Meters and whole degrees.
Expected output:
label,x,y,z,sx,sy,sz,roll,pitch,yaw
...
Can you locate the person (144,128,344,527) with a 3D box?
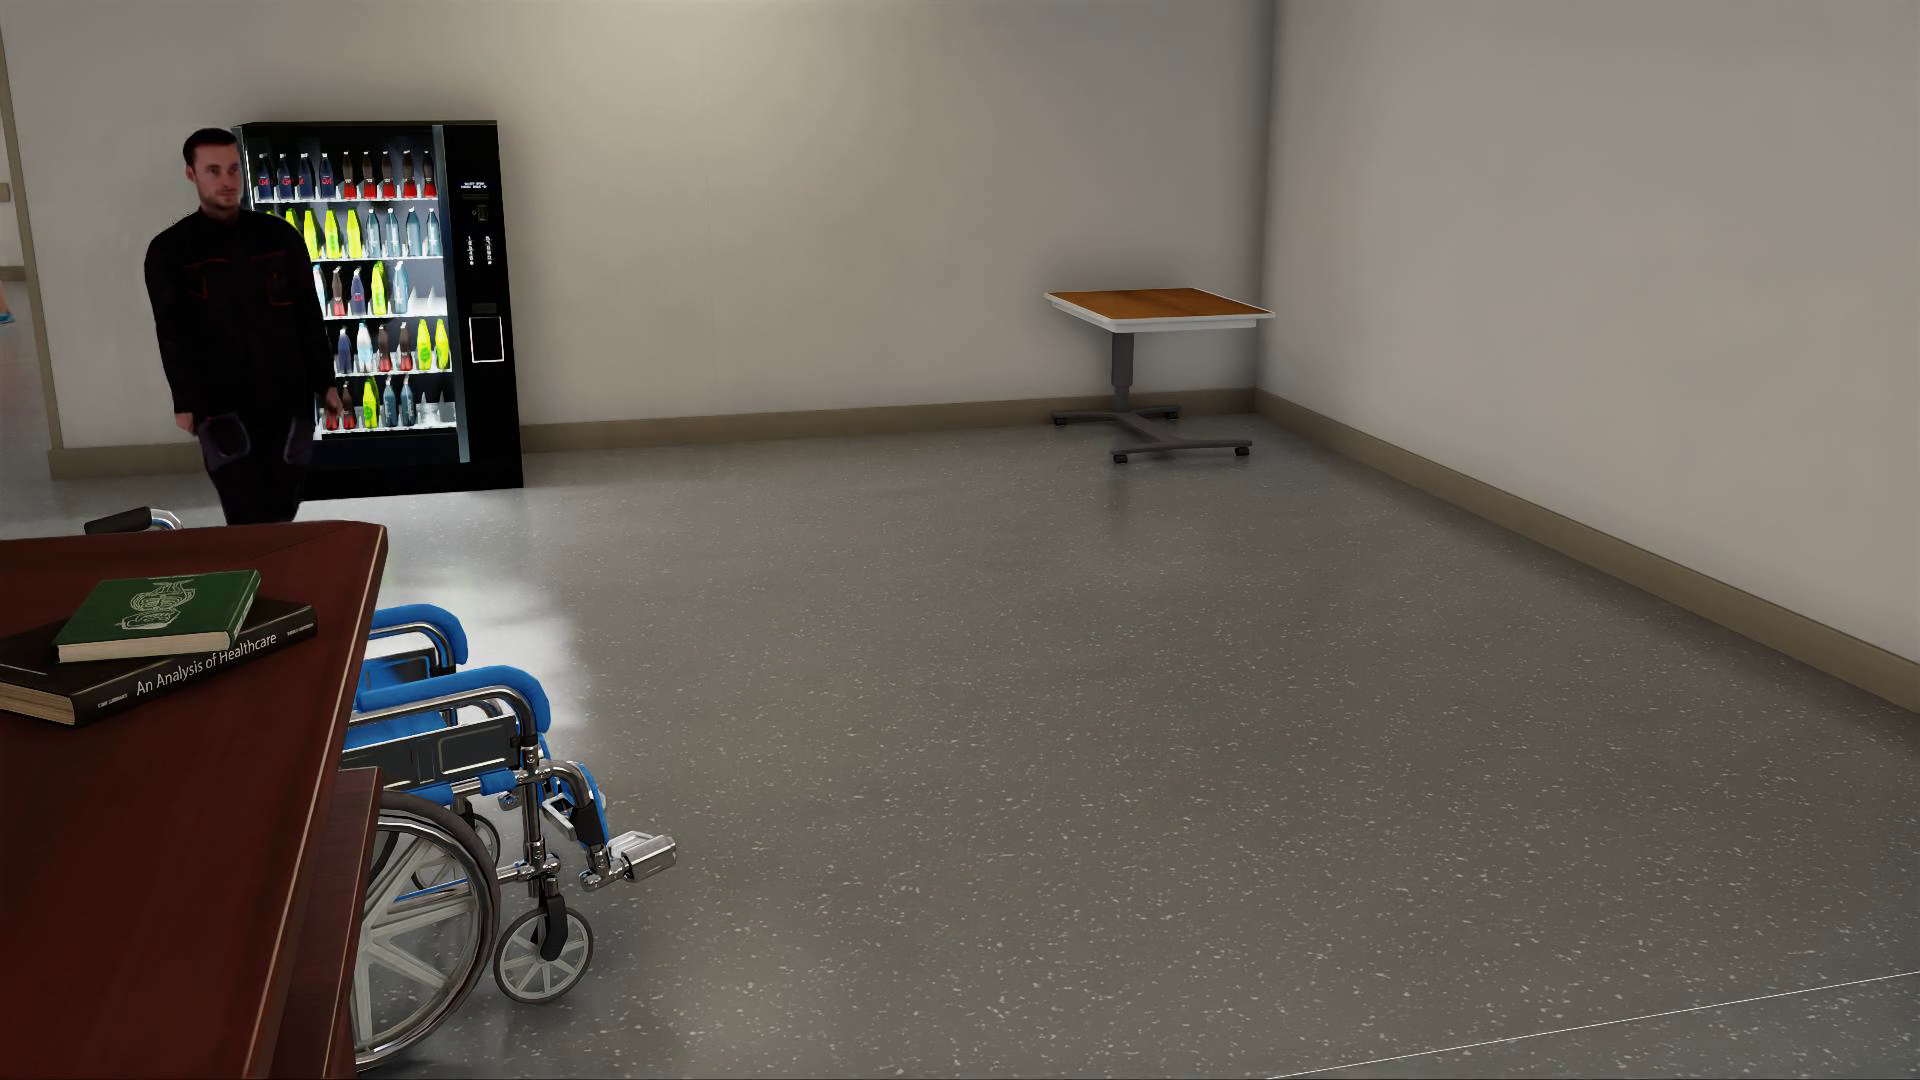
label,x,y,z,sx,sy,sz,roll,pitch,yaw
person,-2.500,-0.452,5.827,1.252,1.867,1.160,-15,22,-43
